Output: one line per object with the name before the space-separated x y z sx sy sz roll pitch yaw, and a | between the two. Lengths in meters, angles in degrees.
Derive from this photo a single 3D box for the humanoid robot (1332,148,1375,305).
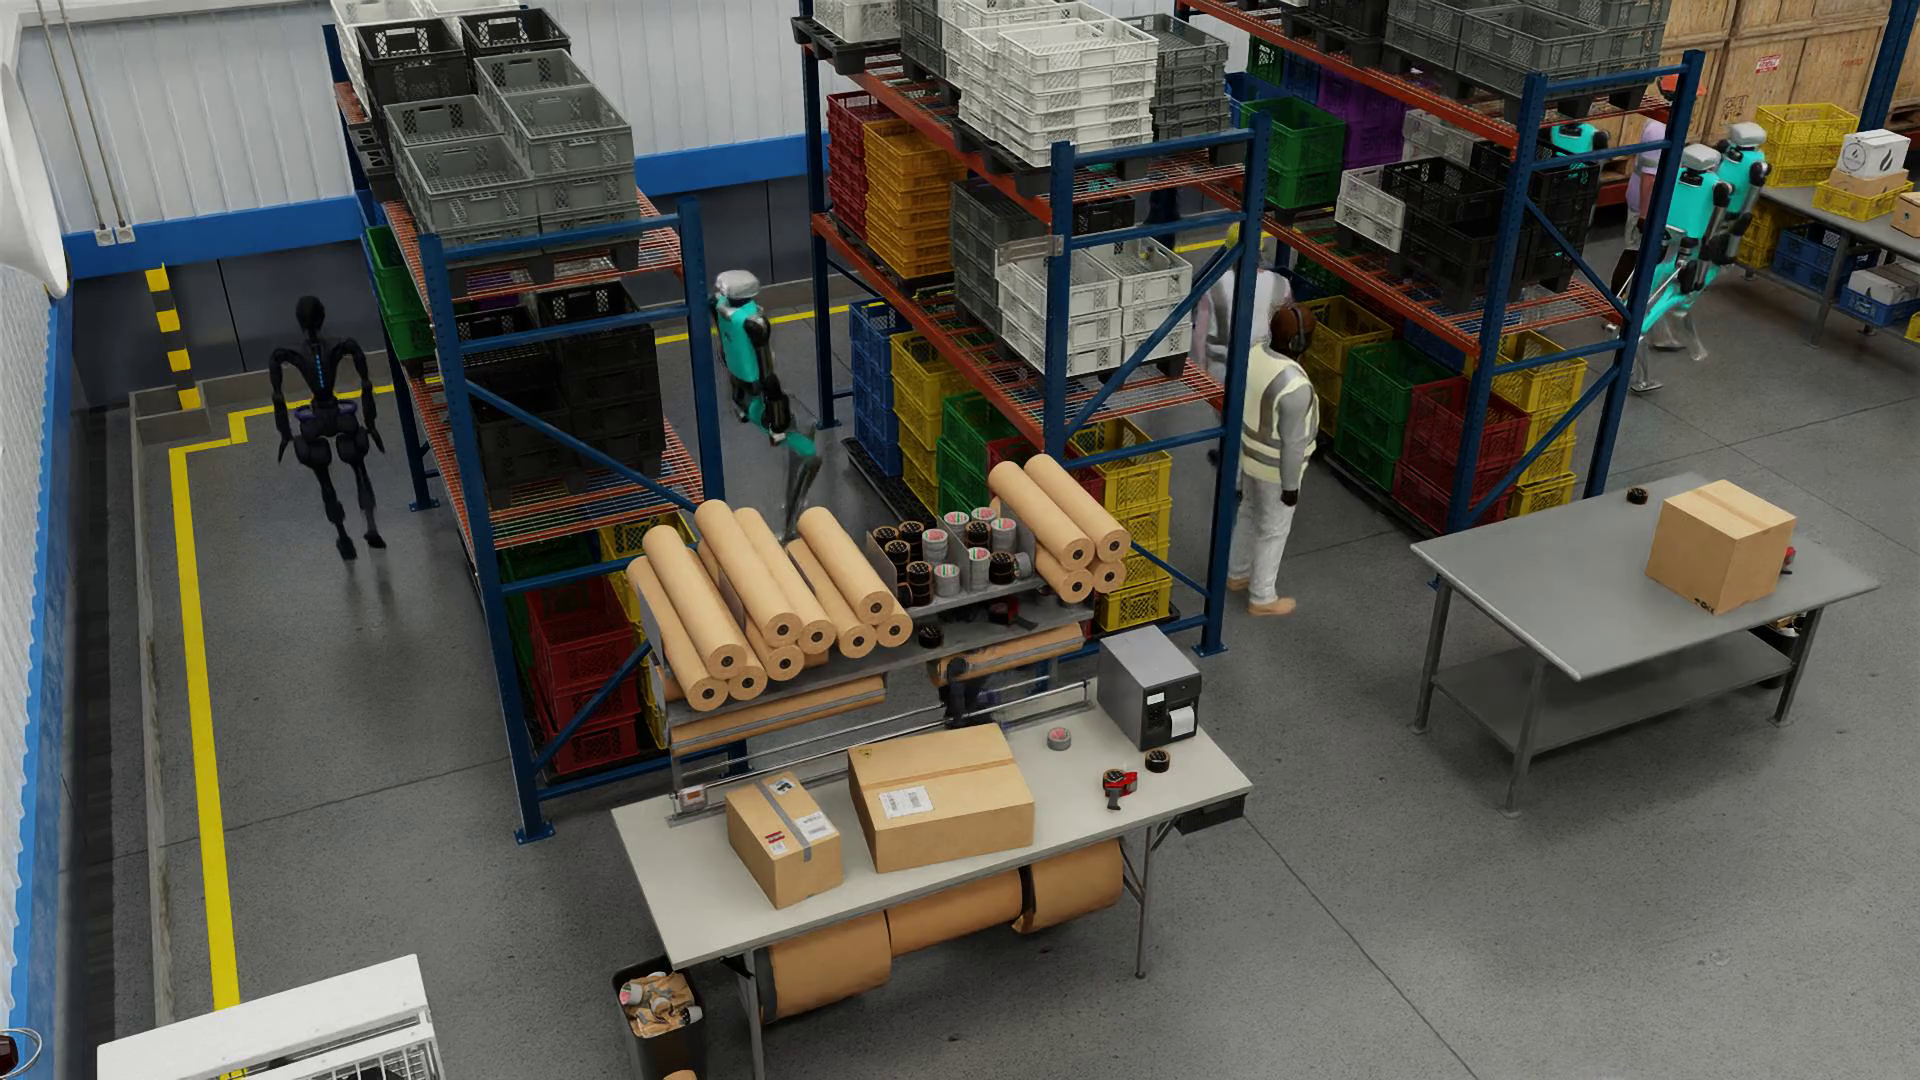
humanoid robot | 3.037 -2.409 12.558 0.482 1.642 0.613 22 38 31

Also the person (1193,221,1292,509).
person | 1.748 -1.078 10.269 0.592 1.797 0.817 -6 32 -10

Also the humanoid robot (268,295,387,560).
humanoid robot | -3.651 -0.606 9.613 0.590 1.647 0.460 -14 34 -22

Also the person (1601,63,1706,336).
person | 5.161 -2.531 12.390 0.379 2.045 0.604 16 35 25

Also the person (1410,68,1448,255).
person | 3.832 -3.320 13.824 0.360 1.882 0.573 -1 32 -1

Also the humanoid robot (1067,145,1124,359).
humanoid robot | 0.804 -2.134 12.055 0.571 1.780 0.854 23 38 32

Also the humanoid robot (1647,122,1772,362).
humanoid robot | 5.283 -2.114 12.004 0.677 1.794 0.561 -5 32 -8

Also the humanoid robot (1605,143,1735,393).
humanoid robot | 4.787 -1.837 11.456 0.732 1.693 0.532 -20 37 -29

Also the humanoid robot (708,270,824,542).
humanoid robot | -1.034 -0.812 9.918 0.817 1.797 0.540 -22 38 -31

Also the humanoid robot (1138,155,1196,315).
humanoid robot | 1.579 -2.439 12.621 0.694 1.632 0.610 1 32 1

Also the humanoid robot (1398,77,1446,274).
humanoid robot | 3.749 -2.952 13.452 0.606 1.675 0.536 -7 32 -11

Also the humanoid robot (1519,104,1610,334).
humanoid robot | 4.342 -2.340 12.313 0.549 1.753 0.678 24 39 33

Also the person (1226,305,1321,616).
person | 1.730 -0.432 9.188 0.429 1.835 0.623 -8 32 -12

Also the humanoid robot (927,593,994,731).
humanoid robot | -0.004 0.880 7.197 0.349 1.653 0.587 0 32 0
